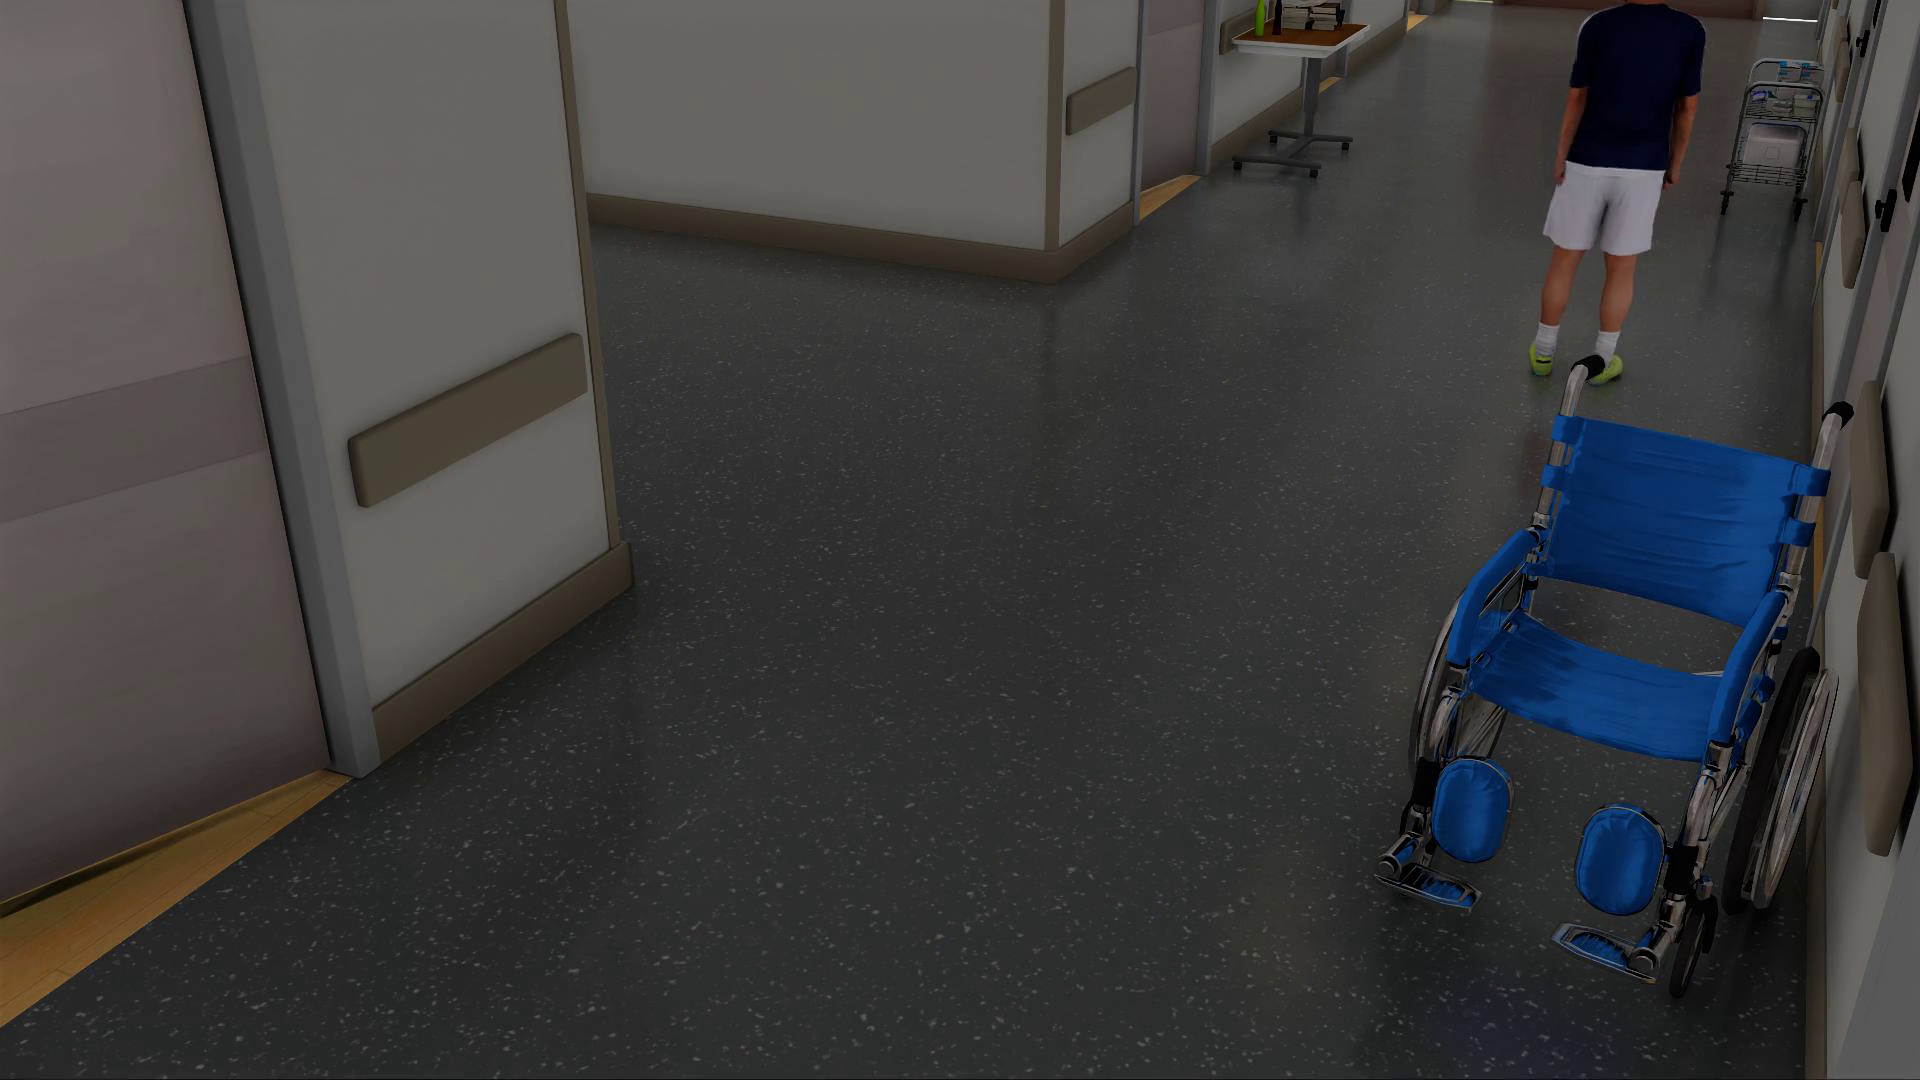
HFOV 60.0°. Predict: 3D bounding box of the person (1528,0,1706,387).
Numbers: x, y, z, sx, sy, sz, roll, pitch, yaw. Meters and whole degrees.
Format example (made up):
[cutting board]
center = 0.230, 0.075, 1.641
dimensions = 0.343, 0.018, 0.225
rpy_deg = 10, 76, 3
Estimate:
[person]
center = 2.659, -1.527, 6.750
dimensions = 0.693, 1.839, 0.680
rpy_deg = 10, 28, 20
